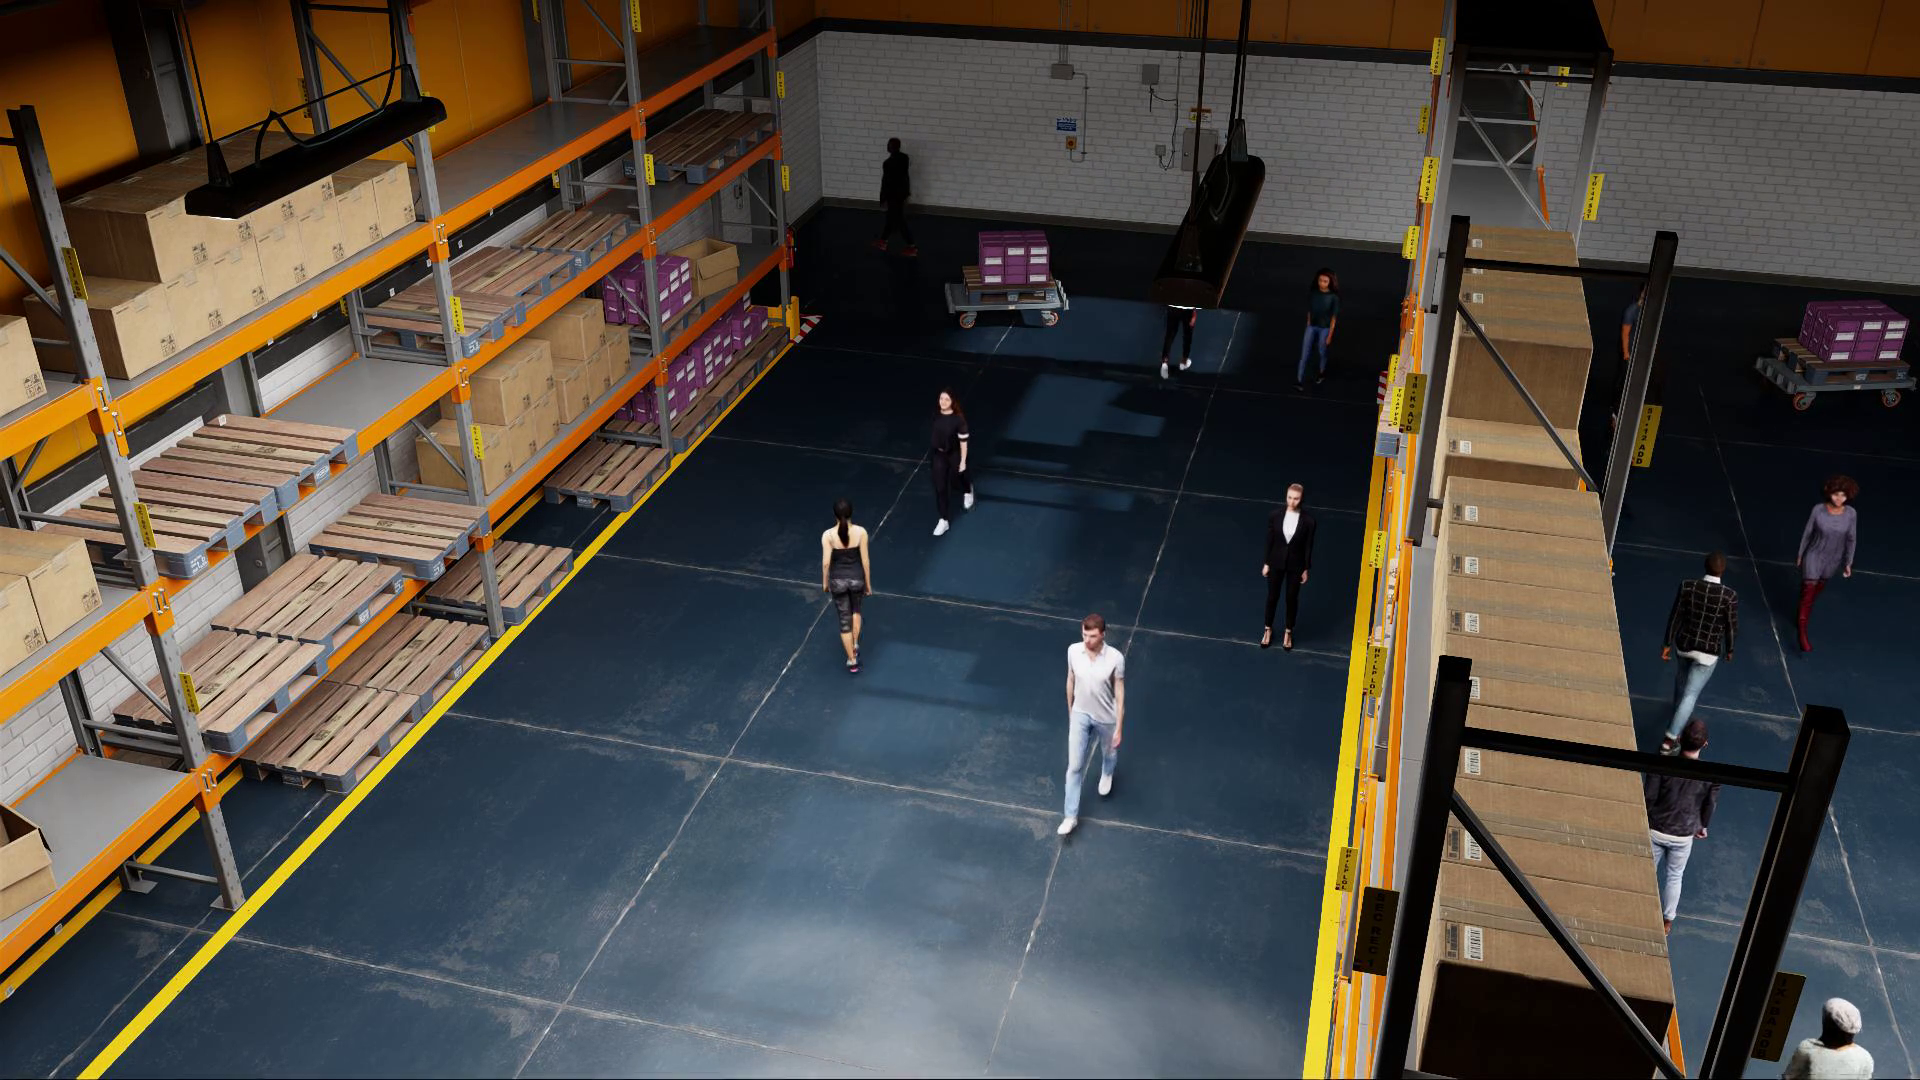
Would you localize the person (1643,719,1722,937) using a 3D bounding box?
[{"bbox_3d":[5.067,2.062,11.872,0.673,1.836,0.557,5,29,9],"label":"person"}]

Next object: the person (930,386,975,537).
[{"bbox_3d":[-0.074,-0.890,17.509,0.763,1.620,1.077,15,32,25],"label":"person"}]

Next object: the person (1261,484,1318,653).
[{"bbox_3d":[3.016,0.244,15.339,0.620,1.707,0.549,10,30,17],"label":"person"}]

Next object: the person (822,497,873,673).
[{"bbox_3d":[-1.003,0.439,14.967,0.727,1.721,0.793,-6,29,-10],"label":"person"}]

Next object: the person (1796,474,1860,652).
[{"bbox_3d":[8.046,0.153,15.545,0.618,1.670,1.069,6,29,10],"label":"person"}]

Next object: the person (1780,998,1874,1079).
[{"bbox_3d":[4.994,3.398,9.655,0.628,1.614,0.989,10,30,18],"label":"person"}]

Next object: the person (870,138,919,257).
[{"bbox_3d":[-0.903,-5.142,25.142,0.971,1.776,1.164,15,32,26],"label":"person"}]

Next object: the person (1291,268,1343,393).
[{"bbox_3d":[4.533,-2.638,20.764,0.806,1.573,1.151,17,33,28],"label":"person"}]

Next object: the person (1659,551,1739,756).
[{"bbox_3d":[6.148,0.974,13.933,1.036,1.773,1.308,23,36,35],"label":"person"}]

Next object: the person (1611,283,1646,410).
[{"bbox_3d":[8.058,-2.343,20.012,0.850,1.773,0.883,-11,30,-19],"label":"person"}]

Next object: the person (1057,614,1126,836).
[{"bbox_3d":[1.107,1.362,13.189,0.718,1.804,1.215,10,30,17],"label":"person"}]

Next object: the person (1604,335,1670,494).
[{"bbox_3d":[7.372,-1.356,18.080,0.774,1.892,0.786,1,29,2],"label":"person"}]
